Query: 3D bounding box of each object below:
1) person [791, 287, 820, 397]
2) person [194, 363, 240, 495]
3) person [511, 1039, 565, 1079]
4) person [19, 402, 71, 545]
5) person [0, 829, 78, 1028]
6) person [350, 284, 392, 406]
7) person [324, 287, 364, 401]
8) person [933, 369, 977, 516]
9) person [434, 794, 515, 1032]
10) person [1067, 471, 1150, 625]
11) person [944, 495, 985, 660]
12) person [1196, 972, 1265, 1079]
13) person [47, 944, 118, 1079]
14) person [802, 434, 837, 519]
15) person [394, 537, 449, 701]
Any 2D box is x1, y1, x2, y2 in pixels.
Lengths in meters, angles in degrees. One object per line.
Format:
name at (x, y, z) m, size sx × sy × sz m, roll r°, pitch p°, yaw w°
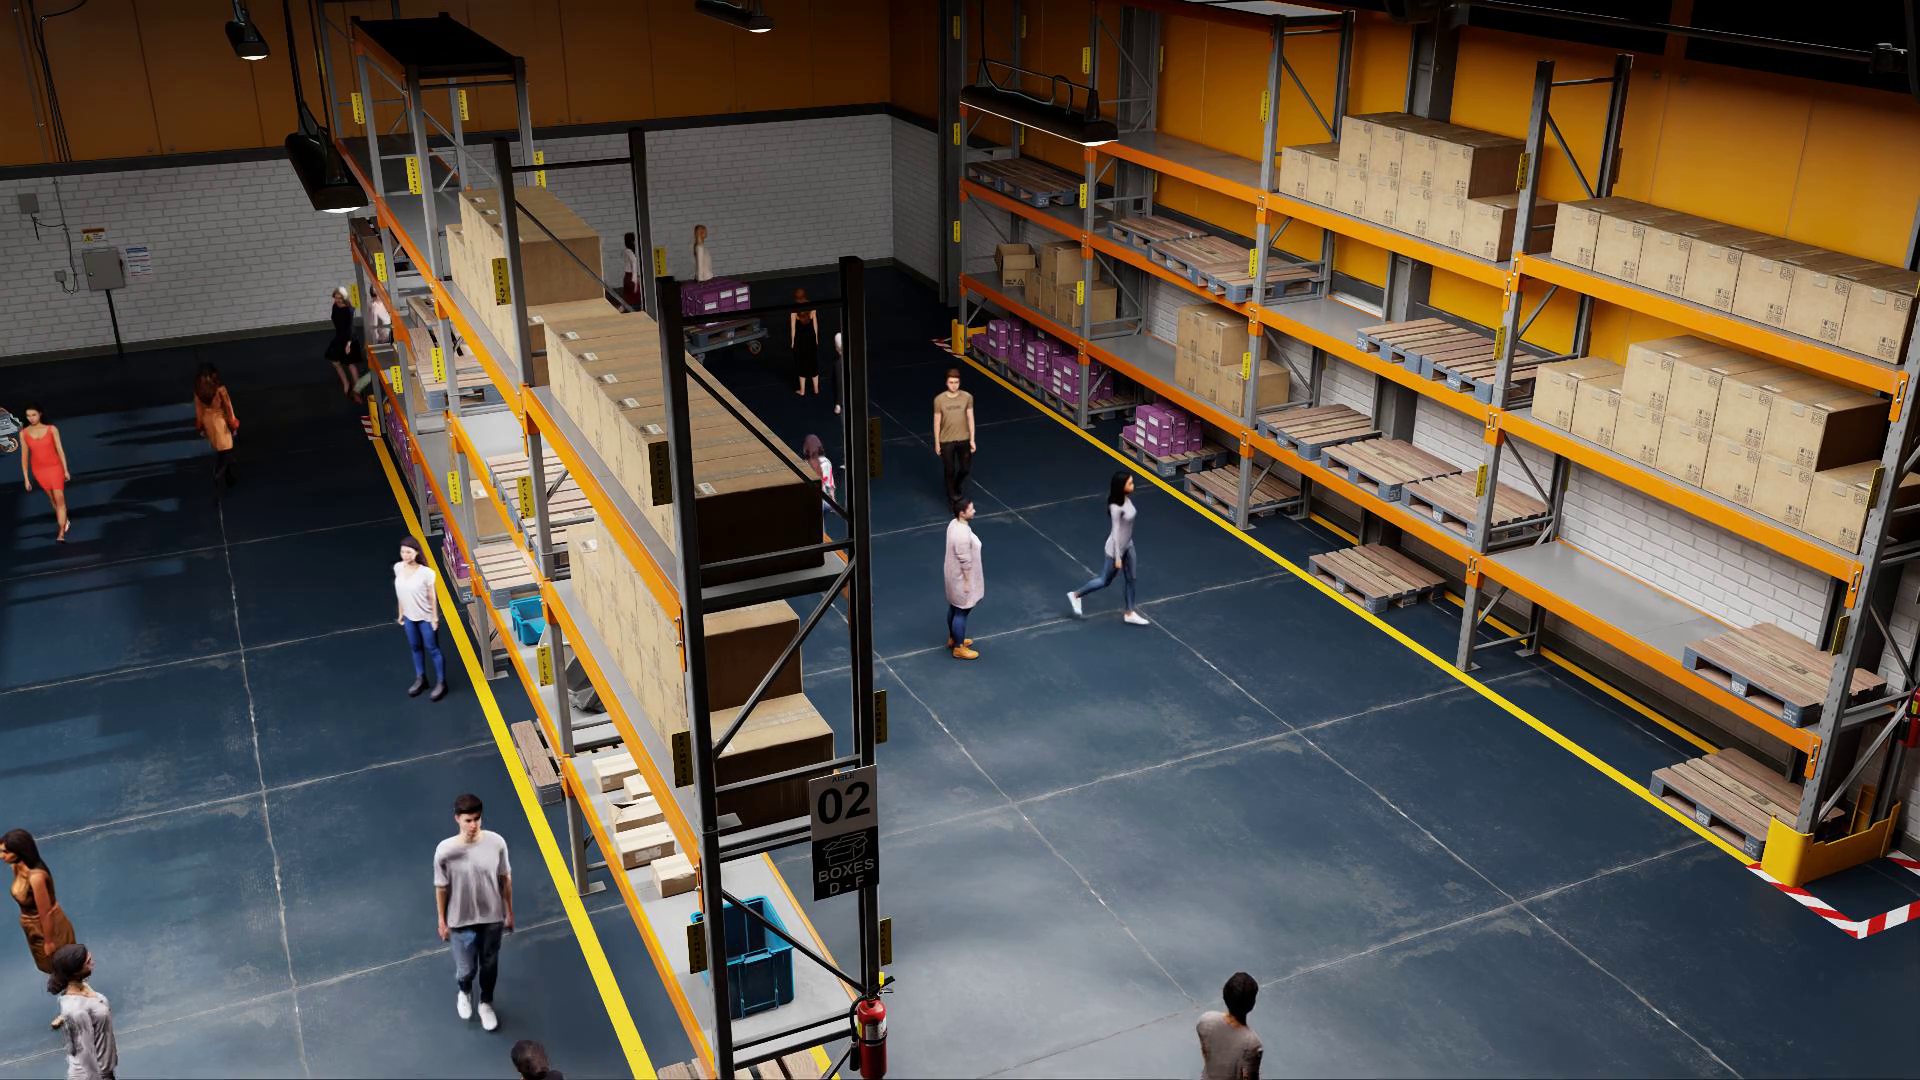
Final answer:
person at (-2.295, -2.941, 24.600) m, size 0.571 × 1.626 × 0.572 m, roll -8°, pitch 25°, yaw -19°
person at (-9.365, -1.368, 20.910) m, size 0.986 × 1.698 × 1.155 m, roll 1°, pitch 24°, yaw 2°
person at (-2.354, 3.609, 9.612) m, size 0.706 × 1.629 × 0.669 m, roll 17°, pitch 29°, yaw 34°
person at (-10.782, -0.820, 19.689) m, size 0.688 × 1.672 × 1.098 m, roll -8°, pitch 25°, yaw -17°
person at (-6.337, 2.727, 11.560) m, size 0.588 × 1.684 × 0.699 m, roll 18°, pitch 29°, yaw 35°
person at (-8.432, -2.761, 23.943) m, size 1.108 × 1.823 × 1.201 m, roll 2°, pitch 24°, yaw 6°
person at (-8.907, -2.884, 24.344) m, size 0.792 × 1.725 × 0.849 m, roll 15°, pitch 28°, yaw 30°
person at (-0.076, -1.246, 20.445) m, size 0.813 × 1.847 × 0.896 m, roll -3°, pitch 24°, yaw -8°
person at (-3.419, 2.573, 11.681) m, size 0.709 × 1.870 × 0.720 m, roll -11°, pitch 26°, yaw -23°
person at (1.571, 0.103, 17.540) m, size 1.184 × 1.702 × 1.058 m, roll 11°, pitch 26°, yaw 23°
person at (0.006, 0.350, 16.924) m, size 0.827 × 1.742 × 0.672 m, roll -3°, pitch 24°, yaw -7°
person at (1.555, 3.392, 10.040) m, size 1.120 × 1.683 × 0.984 m, roll 18°, pitch 30°, yaw 36°
person at (-5.331, 3.278, 10.198) m, size 0.679 × 1.767 × 0.468 m, roll -9°, pitch 25°, yaw -19°
person at (-1.590, -0.368, 18.782) m, size 0.608 × 1.571 × 1.068 m, roll -11°, pitch 26°, yaw -23°
person at (-5.217, 0.746, 16.095) m, size 0.667 × 1.682 × 0.733 m, roll 9°, pitch 25°, yaw 20°
